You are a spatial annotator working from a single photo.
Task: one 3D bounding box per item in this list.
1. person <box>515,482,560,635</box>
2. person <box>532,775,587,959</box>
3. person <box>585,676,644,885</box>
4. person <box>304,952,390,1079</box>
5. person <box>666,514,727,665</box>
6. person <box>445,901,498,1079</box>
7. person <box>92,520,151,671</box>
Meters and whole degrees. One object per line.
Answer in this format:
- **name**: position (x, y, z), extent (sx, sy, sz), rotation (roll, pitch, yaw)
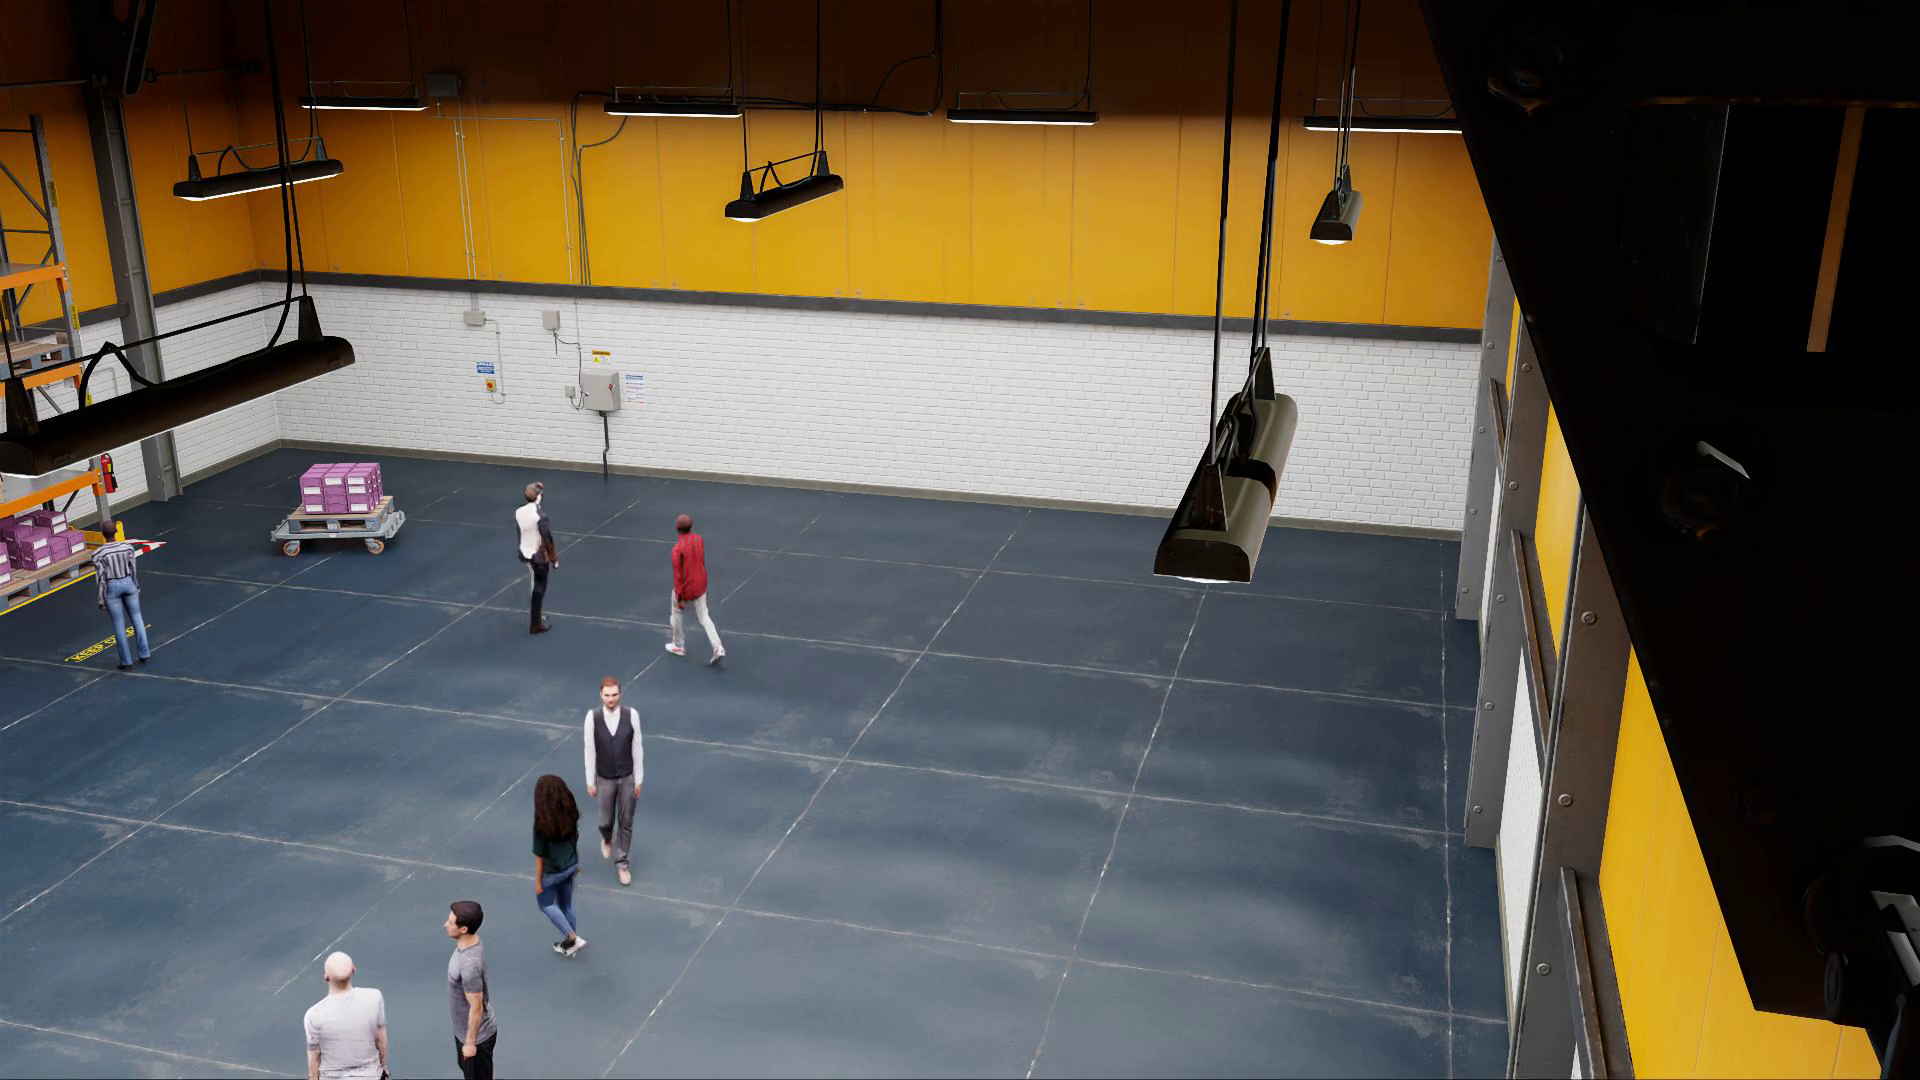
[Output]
- **person**: position (-5.232, 0.239, 20.212), extent (0.818, 1.877, 0.813), rotation (14, 23, 36)
- **person**: position (-3.199, 2.680, 13.400), extent (0.784, 1.598, 0.728), rotation (14, 23, 36)
- **person**: position (-3.051, 2.062, 14.727), extent (0.889, 1.923, 0.988), rotation (-5, 19, -13)
- **person**: position (-3.876, 3.498, 10.633), extent (1.037, 1.813, 1.039), rotation (-15, 24, -38)
- **person**: position (-3.068, 0.578, 19.325), extent (1.115, 1.800, 1.239), rotation (18, 25, 42)
- **person**: position (-3.267, 3.270, 11.219), extent (0.797, 1.871, 0.689), rotation (-6, 20, -18)
- **person**: position (-9.682, 0.626, 19.189), extent (0.754, 1.796, 0.617), rotation (15, 24, 38)
